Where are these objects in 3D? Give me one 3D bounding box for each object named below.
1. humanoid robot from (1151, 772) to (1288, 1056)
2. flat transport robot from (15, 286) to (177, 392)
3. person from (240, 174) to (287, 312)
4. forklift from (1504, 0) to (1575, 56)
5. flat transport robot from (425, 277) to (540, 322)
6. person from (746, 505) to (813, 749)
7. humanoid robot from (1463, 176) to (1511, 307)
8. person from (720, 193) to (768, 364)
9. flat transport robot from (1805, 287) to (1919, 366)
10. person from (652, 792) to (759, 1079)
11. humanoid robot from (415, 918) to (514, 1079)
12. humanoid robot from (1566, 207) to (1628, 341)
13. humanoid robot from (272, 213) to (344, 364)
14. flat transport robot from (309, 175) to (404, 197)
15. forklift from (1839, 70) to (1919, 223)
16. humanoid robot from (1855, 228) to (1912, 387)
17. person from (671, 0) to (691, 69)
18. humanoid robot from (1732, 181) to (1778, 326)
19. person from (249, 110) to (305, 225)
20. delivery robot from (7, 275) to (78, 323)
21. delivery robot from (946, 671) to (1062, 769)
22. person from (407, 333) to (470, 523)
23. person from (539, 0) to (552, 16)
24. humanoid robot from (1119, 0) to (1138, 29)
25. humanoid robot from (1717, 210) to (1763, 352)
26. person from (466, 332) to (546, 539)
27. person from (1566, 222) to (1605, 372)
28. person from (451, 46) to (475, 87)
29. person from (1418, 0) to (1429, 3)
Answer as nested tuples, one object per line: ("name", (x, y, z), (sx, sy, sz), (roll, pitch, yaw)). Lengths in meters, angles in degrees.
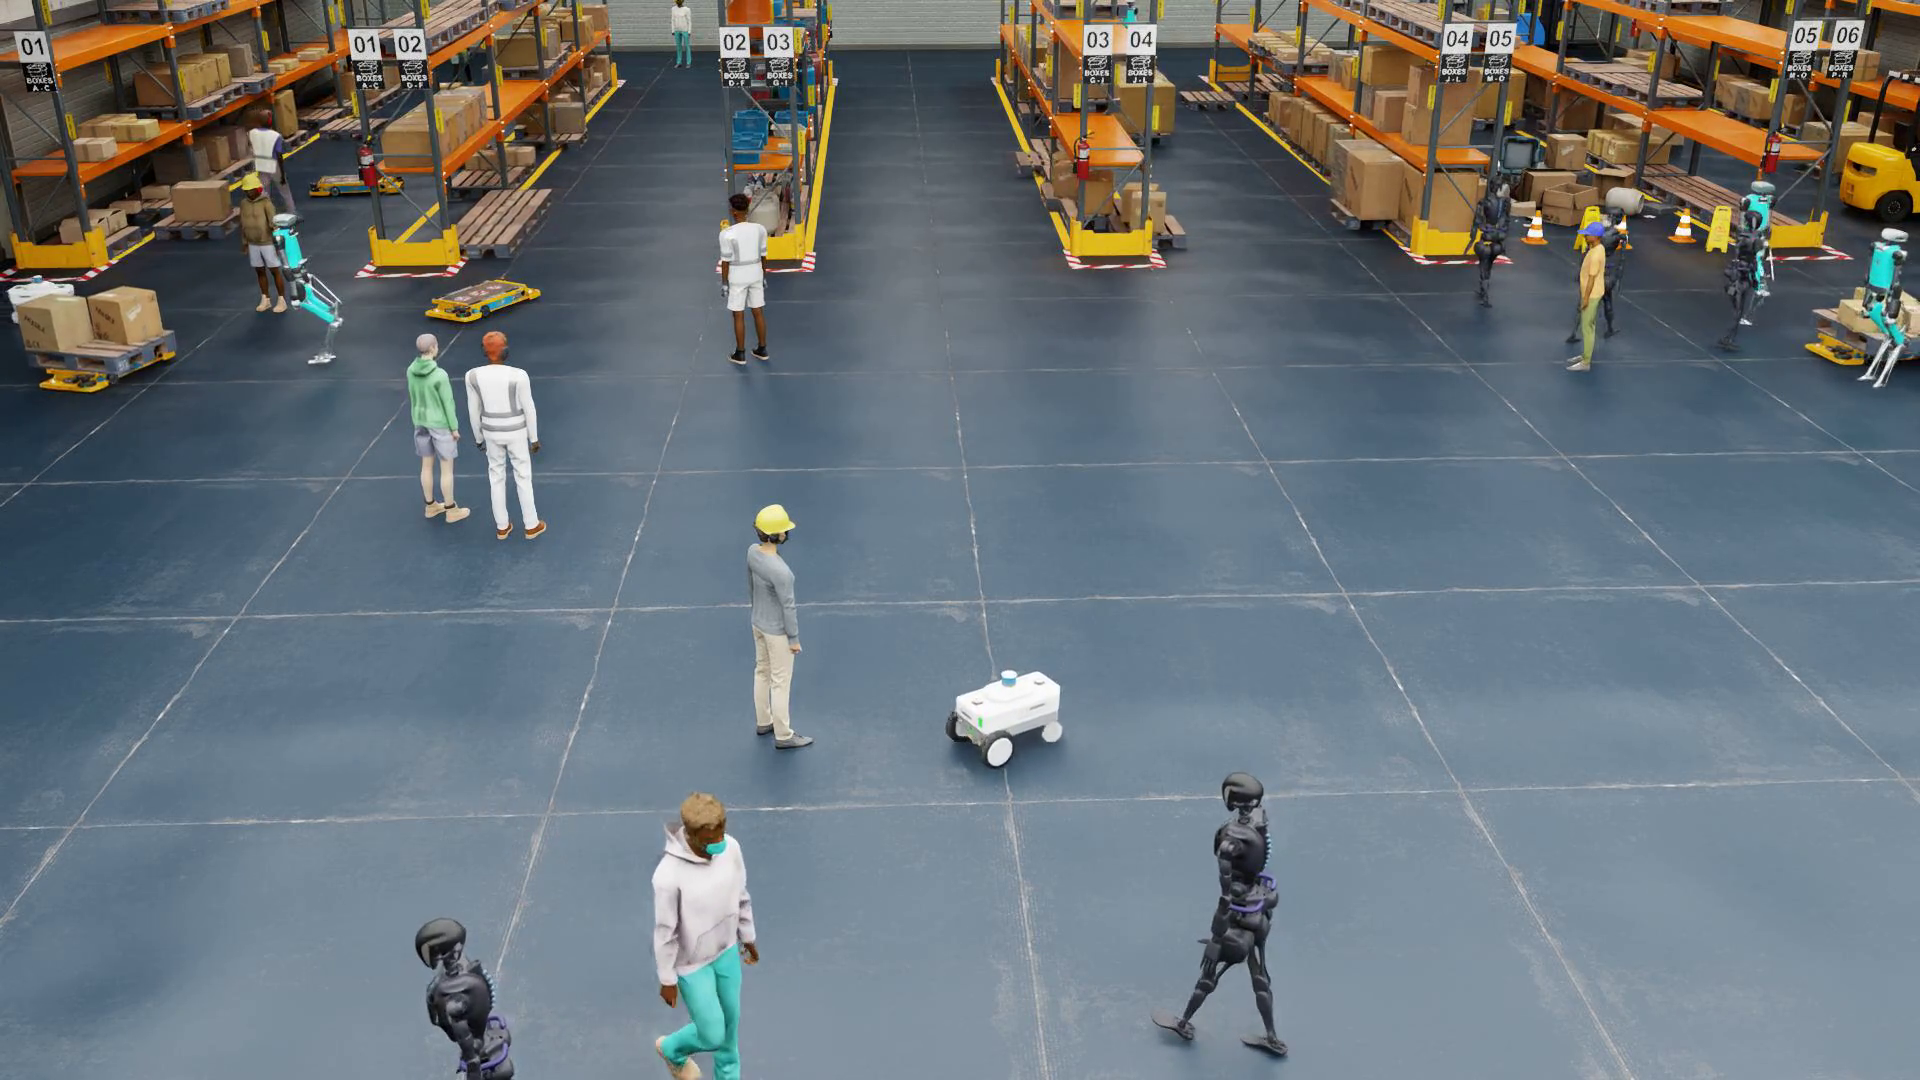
("humanoid robot", (1.387, 1.893, 8.510), (0.708, 1.631, 0.608), (14, 27, 28))
("flat transport robot", (-9.708, -1.996, 18.957), (0.659, 0.231, 1.431), (6, 25, 13))
("person", (-8.855, -3.774, 21.124), (0.542, 1.757, 0.414), (5, 24, 11))
("forklift", (14.700, -13.805, 42.301), (1.873, 2.768, 1.129), (-1, 24, -2))
("flat transport robot", (-6.139, -3.096, 21.429), (0.659, 0.231, 1.431), (12, 27, 25))
("person", (-1.246, 0.584, 11.319), (0.309, 1.768, 0.531), (-16, 29, -32))
("humanoid robot", (6.781, -3.877, 21.475), (0.599, 1.639, 0.661), (-8, 25, -18))
("person", (-2.479, -3.010, 19.168), (0.596, 1.958, 0.369), (-17, 29, -33))
("flat transport robot", (10.801, -2.270, 19.572), (1.431, 0.231, 0.659), (-4, 24, -9))
("person", (-1.258, 1.985, 8.013), (0.511, 1.898, 0.535), (17, 29, 33))
("humanoid robot", (-2.150, 2.374, 7.397), (0.323, 1.640, 0.609), (-7, 25, -16))
("humanoid robot", (7.699, -3.193, 19.967), (0.789, 1.627, 0.612), (-14, 27, -28))
("humanoid robot", (-7.385, -2.866, 19.046), (0.719, 1.743, 0.534), (-1, 24, -3))
("flat transport robot", (-10.079, -5.935, 27.807), (1.431, 0.231, 0.659), (-5, 24, -10))
("forklift", (15.132, -6.143, 25.915), (2.313, 2.155, 1.214), (-1, 24, -2))
("humanoid robot", (10.341, -2.567, 18.435), (0.657, 1.793, 0.530), (-4, 24, -8))
("person", (-6.779, -12.389, 40.470), (0.521, 1.768, 0.310), (8, 25, 17))
("humanoid robot", (9.862, -3.456, 20.479), (0.530, 1.826, 0.680), (-9, 26, -19))
("person", (-10.421, -5.584, 25.135), (0.576, 1.798, 0.956), (5, 24, 11))
("delivery robot", (-11.520, -3.025, 20.918), (0.791, 0.595, 0.499), (-2, 24, -4))
("delivery robot", (0.314, 1.200, 11.448), (0.811, 0.613, 0.499), (-15, 28, -30))
("person", (-4.719, -1.001, 14.924), (0.468, 1.733, 0.322), (10, 26, 21))
("person", (-10.099, -12.466, 40.599), (0.932, 1.801, 0.543), (14, 28, 29))
("humanoid robot", (4.078, -11.795, 39.192), (0.533, 1.744, 1.036), (-14, 28, -29))
("humanoid robot", (9.282, -3.068, 19.637), (0.615, 1.652, 0.415), (-20, 31, -37))
("person", (-3.961, -0.906, 14.520), (0.571, 1.887, 0.357), (1, 24, 2))
("person", (7.126, -2.779, 18.949), (0.391, 1.709, 0.438), (9, 25, 19))
("person", (-11.327, -11.086, 37.662), (0.537, 1.688, 0.528), (1, 24, 1))
("person", (11.707, -13.050, 41.914), (0.395, 1.799, 0.590), (-11, 26, -24))
